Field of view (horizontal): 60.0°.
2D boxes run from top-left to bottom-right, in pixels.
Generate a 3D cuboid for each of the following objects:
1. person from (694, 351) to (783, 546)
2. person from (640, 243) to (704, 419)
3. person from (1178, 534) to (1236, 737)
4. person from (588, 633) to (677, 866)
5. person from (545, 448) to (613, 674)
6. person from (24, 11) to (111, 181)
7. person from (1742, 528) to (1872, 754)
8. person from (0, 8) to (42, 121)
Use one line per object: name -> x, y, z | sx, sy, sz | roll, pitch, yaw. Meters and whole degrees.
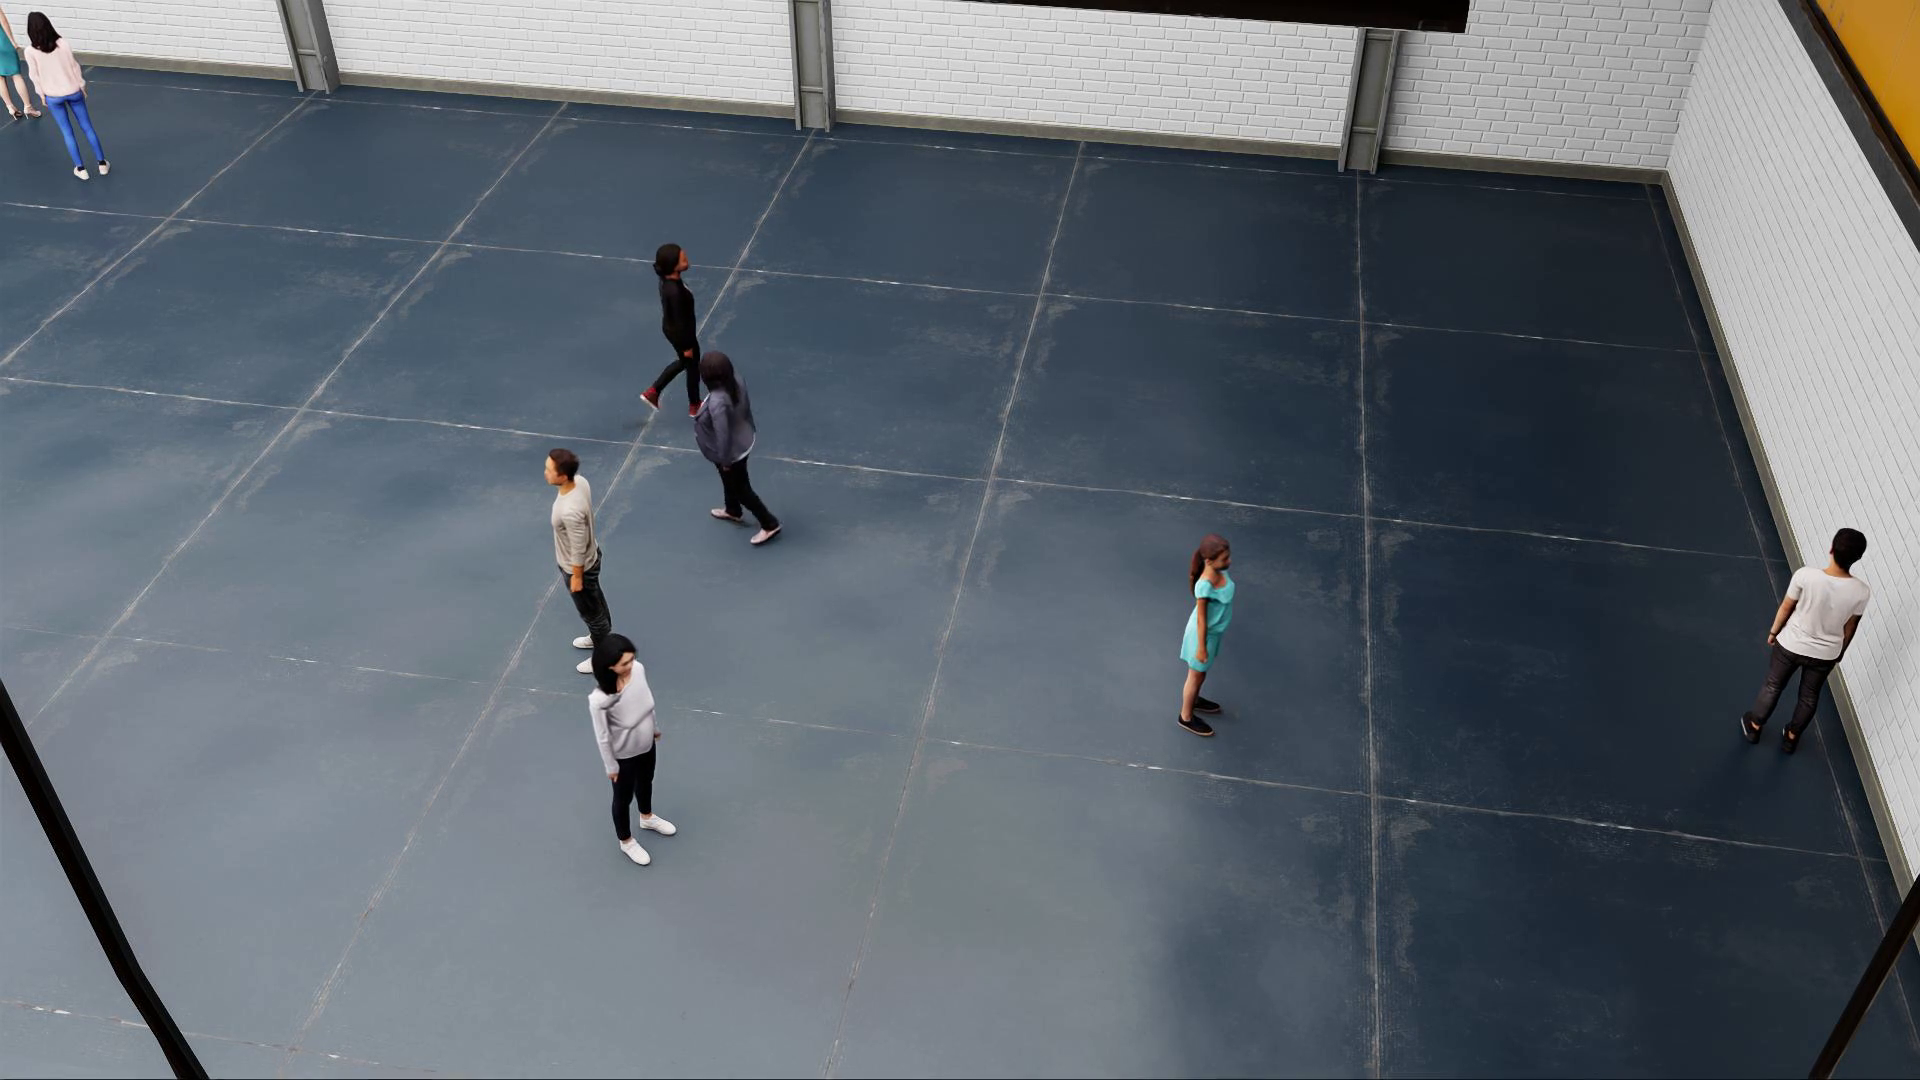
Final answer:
person -> -1.653, -0.692, 12.509 | 0.833, 1.564, 0.691 | 2, 39, 3
person -> -2.367, -1.683, 13.671 | 0.999, 1.662, 0.866 | -13, 41, -16
person -> 1.610, 0.594, 10.904 | 0.597, 1.557, 0.592 | 15, 41, 18
person -> -1.994, 1.224, 10.000 | 0.662, 1.701, 0.683 | 18, 42, 22
person -> -2.566, 0.125, 11.287 | 0.672, 1.812, 0.727 | -6, 39, -8
person -> -9.294, -4.607, 17.247 | 0.702, 1.769, 0.776 | -21, 43, -24
person -> 5.466, 0.654, 10.701 | 0.543, 1.717, 0.723 | 16, 41, 19
person -> -10.650, -5.469, 18.393 | 0.459, 1.685, 0.634 | 1, 39, 1
